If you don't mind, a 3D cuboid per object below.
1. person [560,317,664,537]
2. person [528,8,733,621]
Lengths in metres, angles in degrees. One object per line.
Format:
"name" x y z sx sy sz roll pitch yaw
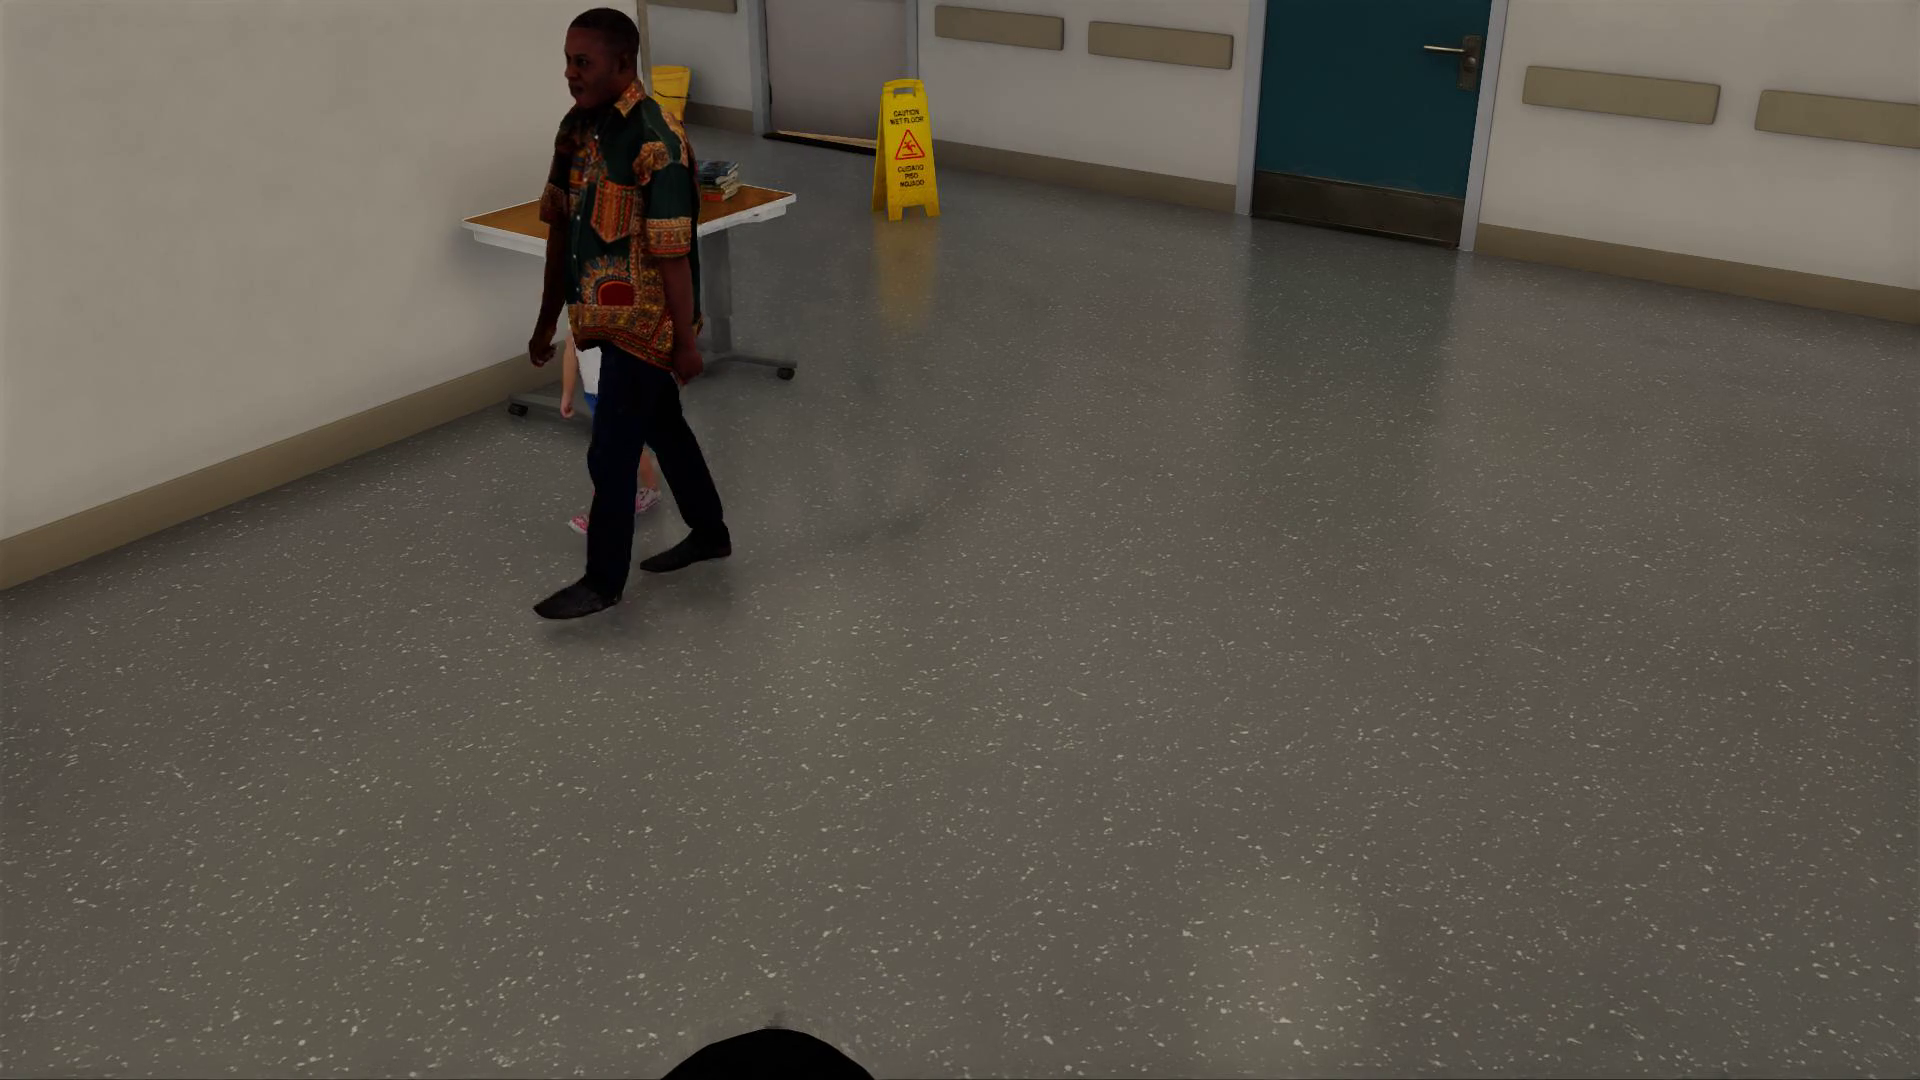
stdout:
"person" -1.149 -0.526 5.671 0.665 0.991 0.499 14 29 26
"person" -0.898 -0.681 5.043 0.915 1.776 1.009 -18 31 -32
